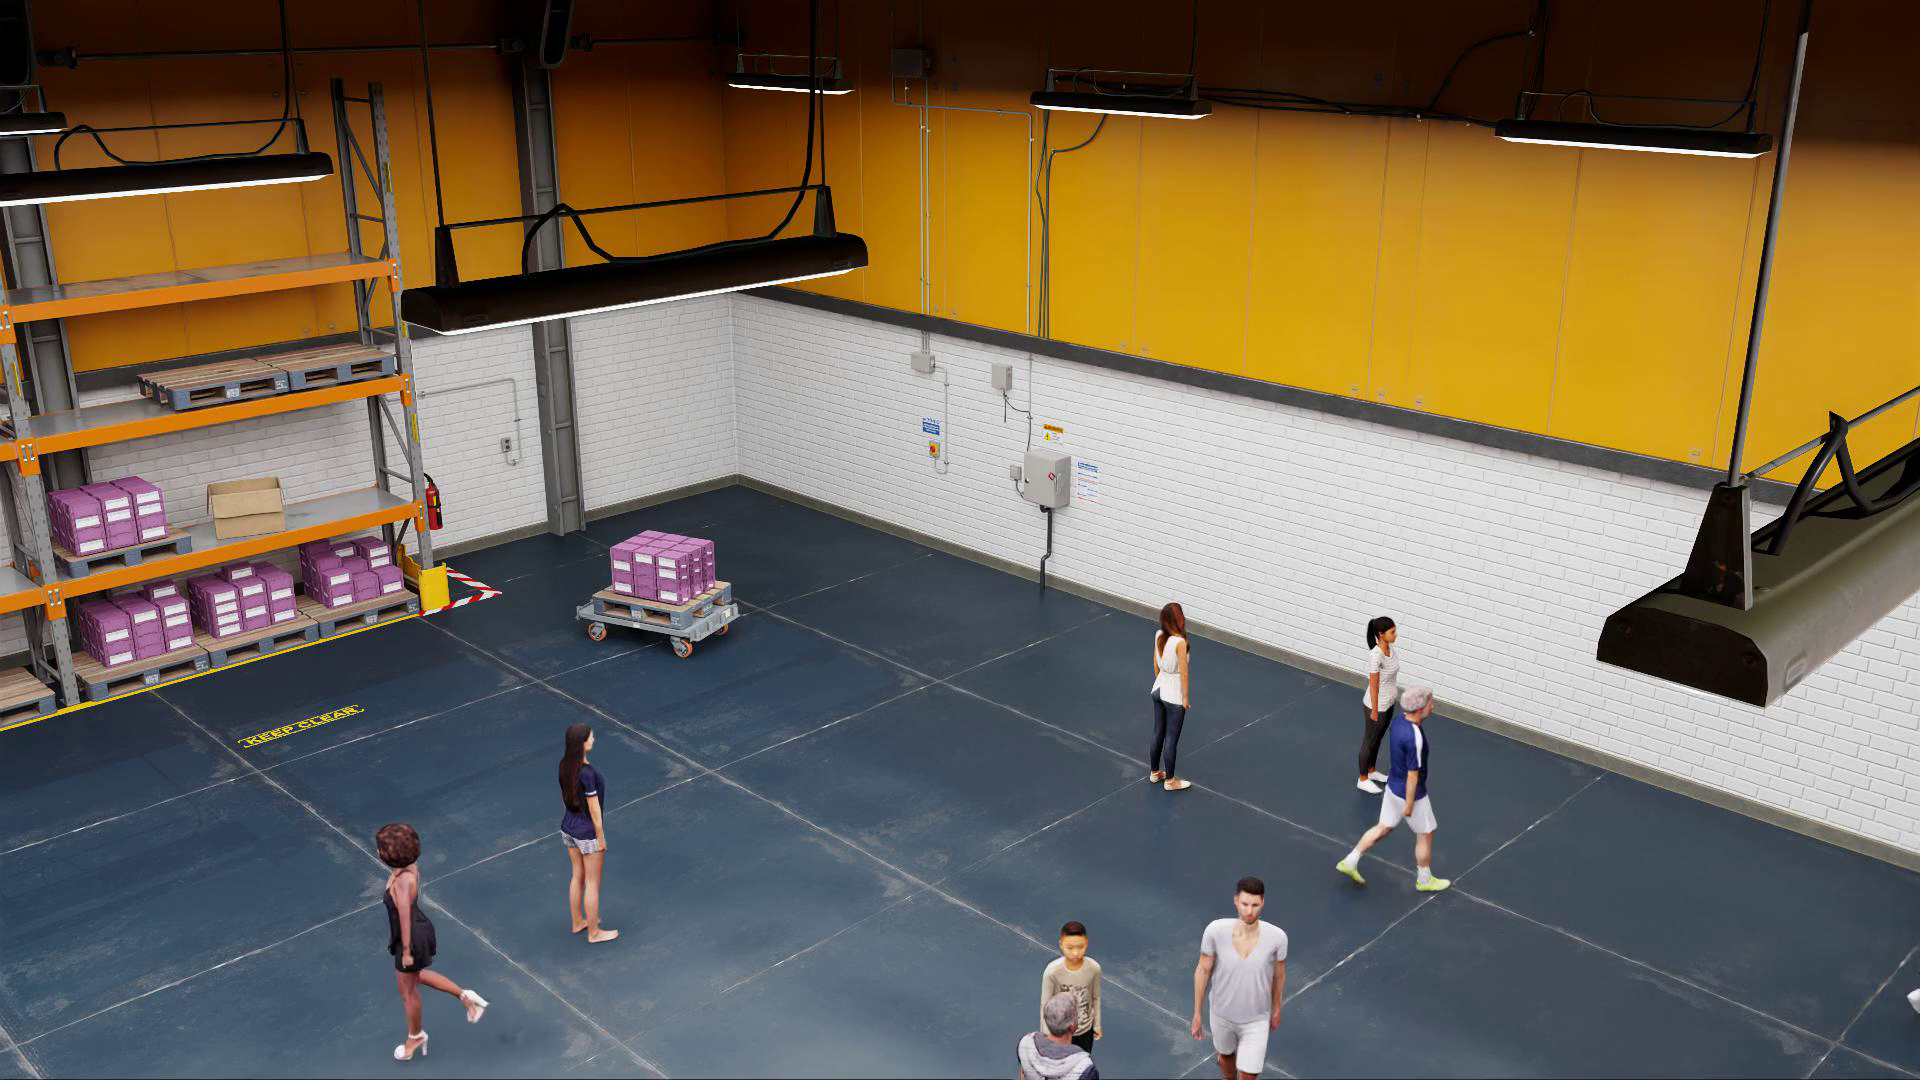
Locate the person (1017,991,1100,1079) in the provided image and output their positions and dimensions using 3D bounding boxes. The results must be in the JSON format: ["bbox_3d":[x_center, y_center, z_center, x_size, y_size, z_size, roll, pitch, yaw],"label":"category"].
[{"bbox_3d":[0.483,3.362,9.211,0.763,1.811,0.746,11,22,30],"label":"person"}]

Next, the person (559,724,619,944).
[{"bbox_3d":[-2.872,2.223,12.663,0.511,1.765,0.576,-17,25,-41],"label":"person"}]

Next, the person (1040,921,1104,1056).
[{"bbox_3d":[0.707,3.084,10.580,0.589,1.463,0.693,-4,19,-13],"label":"person"}]

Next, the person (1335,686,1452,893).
[{"bbox_3d":[3.478,1.998,13.267,1.225,1.807,1.064,-3,19,-9],"label":"person"}]

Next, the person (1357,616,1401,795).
[{"bbox_3d":[3.794,1.471,15.084,0.669,1.646,0.530,12,22,31],"label":"person"}]

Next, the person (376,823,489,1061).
[{"bbox_3d":[-3.611,2.701,11.225,0.959,1.778,0.819,-4,19,-13],"label":"person"}]

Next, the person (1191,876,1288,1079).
[{"bbox_3d":[1.781,2.917,10.536,1.077,1.808,1.290,6,19,16],"label":"person"}]

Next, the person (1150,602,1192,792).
[{"bbox_3d":[1.887,1.405,15.060,0.603,1.786,0.634,-11,21,-29],"label":"person"}]
